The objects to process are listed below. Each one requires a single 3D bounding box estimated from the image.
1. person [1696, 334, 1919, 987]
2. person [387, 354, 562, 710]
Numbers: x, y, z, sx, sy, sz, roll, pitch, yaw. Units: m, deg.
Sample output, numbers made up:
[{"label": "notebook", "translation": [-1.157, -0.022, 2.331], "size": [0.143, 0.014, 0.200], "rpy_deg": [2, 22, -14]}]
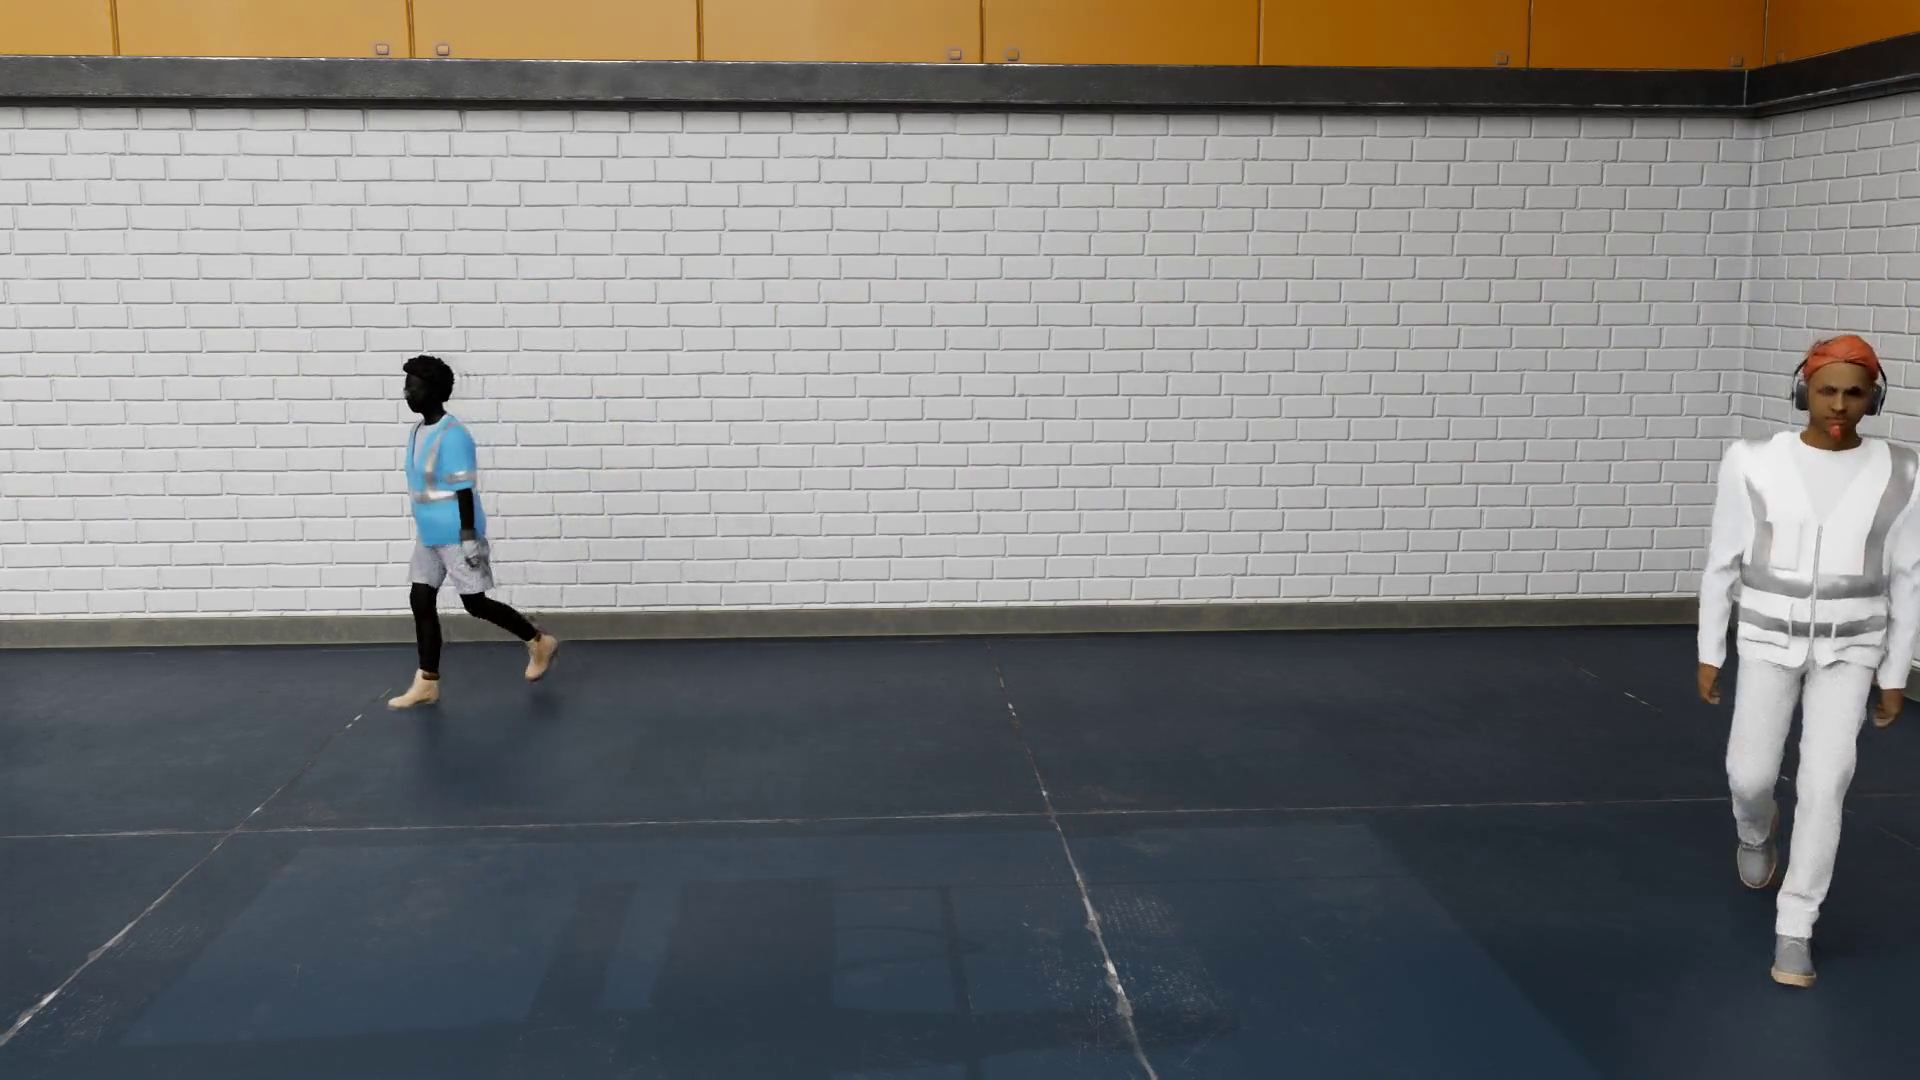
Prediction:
[{"label": "person", "translation": [2.509, 0.318, 4.940], "size": [0.584, 1.865, 0.704], "rpy_deg": [4, 10, 26]}, {"label": "person", "translation": [-2.320, -0.048, 7.861], "size": [0.768, 1.670, 0.539], "rpy_deg": [-8, 12, -41]}]
